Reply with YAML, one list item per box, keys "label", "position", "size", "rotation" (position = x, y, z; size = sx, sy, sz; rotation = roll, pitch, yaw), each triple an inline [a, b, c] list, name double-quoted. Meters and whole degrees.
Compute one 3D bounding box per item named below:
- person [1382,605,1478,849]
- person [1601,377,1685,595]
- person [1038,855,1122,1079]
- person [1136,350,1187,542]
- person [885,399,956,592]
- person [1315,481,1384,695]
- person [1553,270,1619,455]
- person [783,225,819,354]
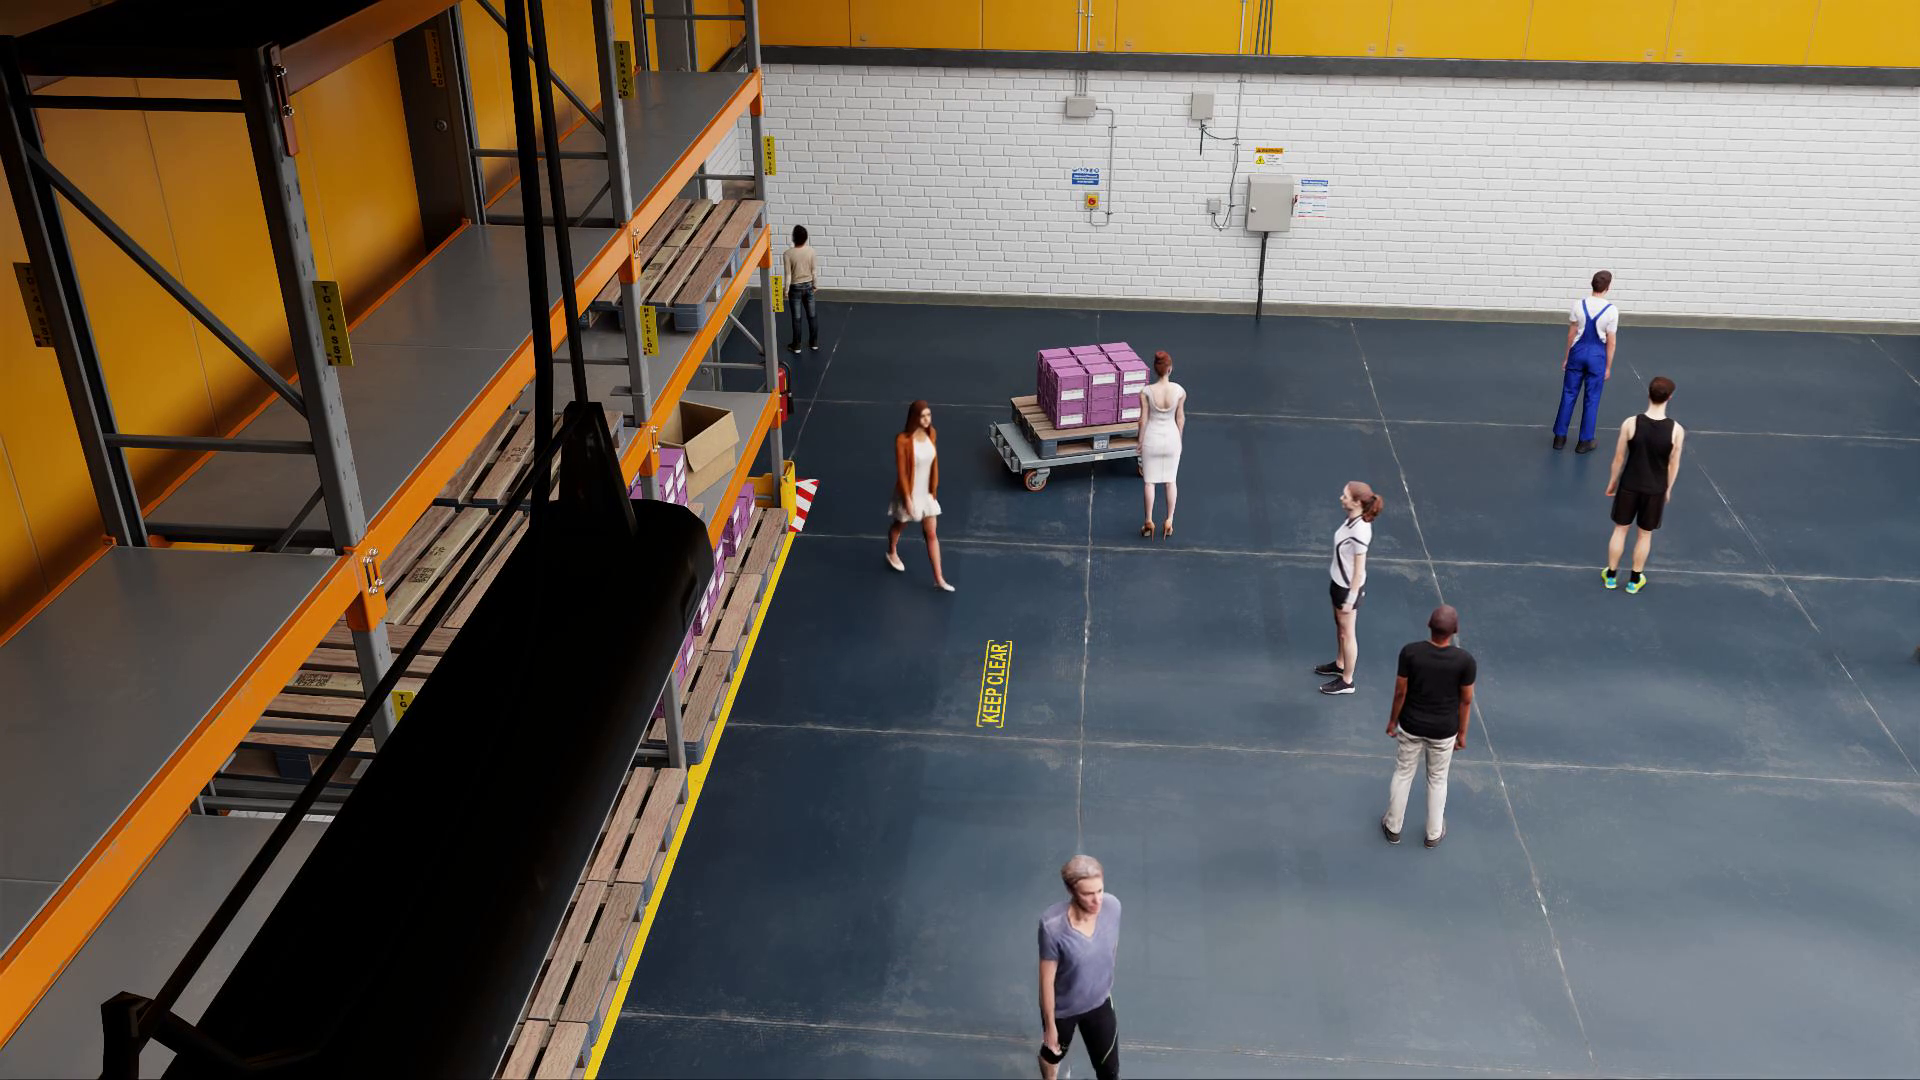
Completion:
- label: "person"
  position: [3.061, 1.225, 10.901]
  size: [0.710, 1.804, 0.644]
  rotation: [8, 30, 14]
- label: "person"
  position: [5.692, -0.446, 13.879]
  size: [0.749, 1.885, 0.726]
  rotation: [14, 31, 24]
- label: "person"
  position: [0.560, 2.382, 8.729]
  size: [0.960, 1.853, 1.150]
  rotation: [-10, 30, -18]
- label: "person"
  position: [1.762, -0.826, 14.668]
  size: [0.578, 1.798, 0.503]
  rotation: [0, 29, 0]
- label: "person"
  position: [-0.447, -0.412, 14.039]
  size: [1.050, 1.674, 1.178]
  rotation: [-18, 34, -30]
- label: "person"
  position: [2.931, 0.350, 12.562]
  size: [0.626, 1.750, 0.463]
  rotation: [2, 29, 3]
- label: "person"
  position: [6.149, -1.758, 16.321]
  size: [0.721, 1.850, 0.733]
  rotation: [18, 33, 30]
- label: "person"
  position: [-1.781, -2.828, 18.684]
  size: [0.631, 1.467, 0.660]
  rotation: [-13, 31, -23]
